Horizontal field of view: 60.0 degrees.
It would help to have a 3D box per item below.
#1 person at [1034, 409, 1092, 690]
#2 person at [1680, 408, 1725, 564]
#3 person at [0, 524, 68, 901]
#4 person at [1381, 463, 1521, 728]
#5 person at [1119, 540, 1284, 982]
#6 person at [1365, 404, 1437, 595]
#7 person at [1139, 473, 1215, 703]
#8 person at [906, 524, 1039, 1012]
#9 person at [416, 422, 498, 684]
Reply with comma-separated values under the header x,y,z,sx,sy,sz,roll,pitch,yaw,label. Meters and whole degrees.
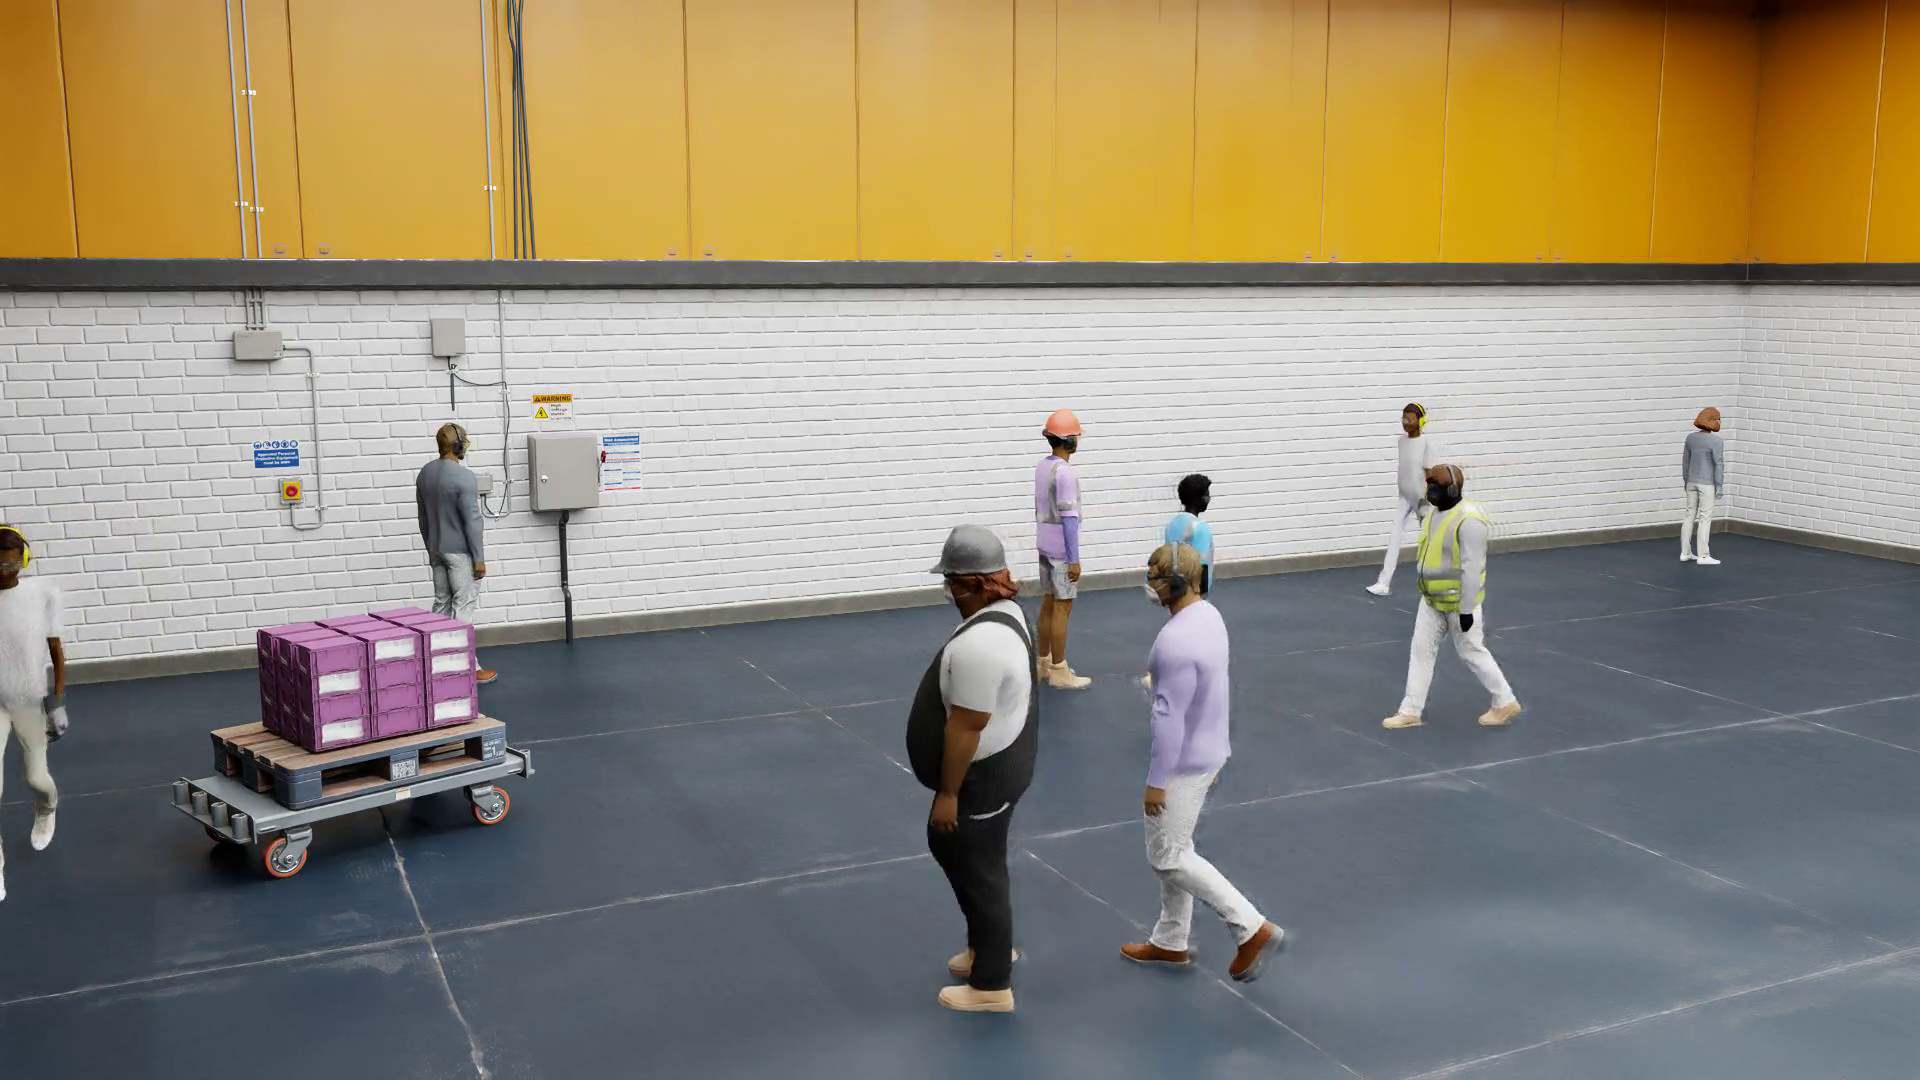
x,y,z,sx,sy,sz,roll,pitch,yaw,label
0.749,0.066,12.144,0.371,2.044,0.615,-3,10,-17,person
7.753,-0.566,17.341,0.280,1.631,0.507,-3,10,-20,person
-4.724,0.803,8.280,0.532,1.829,0.768,-5,10,-27,person
3.319,0.378,11.013,0.906,1.802,0.642,-2,9,-15,person
1.024,0.951,7.059,0.637,1.916,0.644,3,10,19,person
4.289,-0.375,15.651,1.034,1.815,0.529,-6,11,-31,person
1.485,0.382,11.289,0.514,1.677,0.545,-3,9,-15,person
0.046,0.927,6.818,0.536,2.000,0.688,1,9,8,person
-3.717,0.103,12.250,0.635,1.937,0.360,7,11,36,person
